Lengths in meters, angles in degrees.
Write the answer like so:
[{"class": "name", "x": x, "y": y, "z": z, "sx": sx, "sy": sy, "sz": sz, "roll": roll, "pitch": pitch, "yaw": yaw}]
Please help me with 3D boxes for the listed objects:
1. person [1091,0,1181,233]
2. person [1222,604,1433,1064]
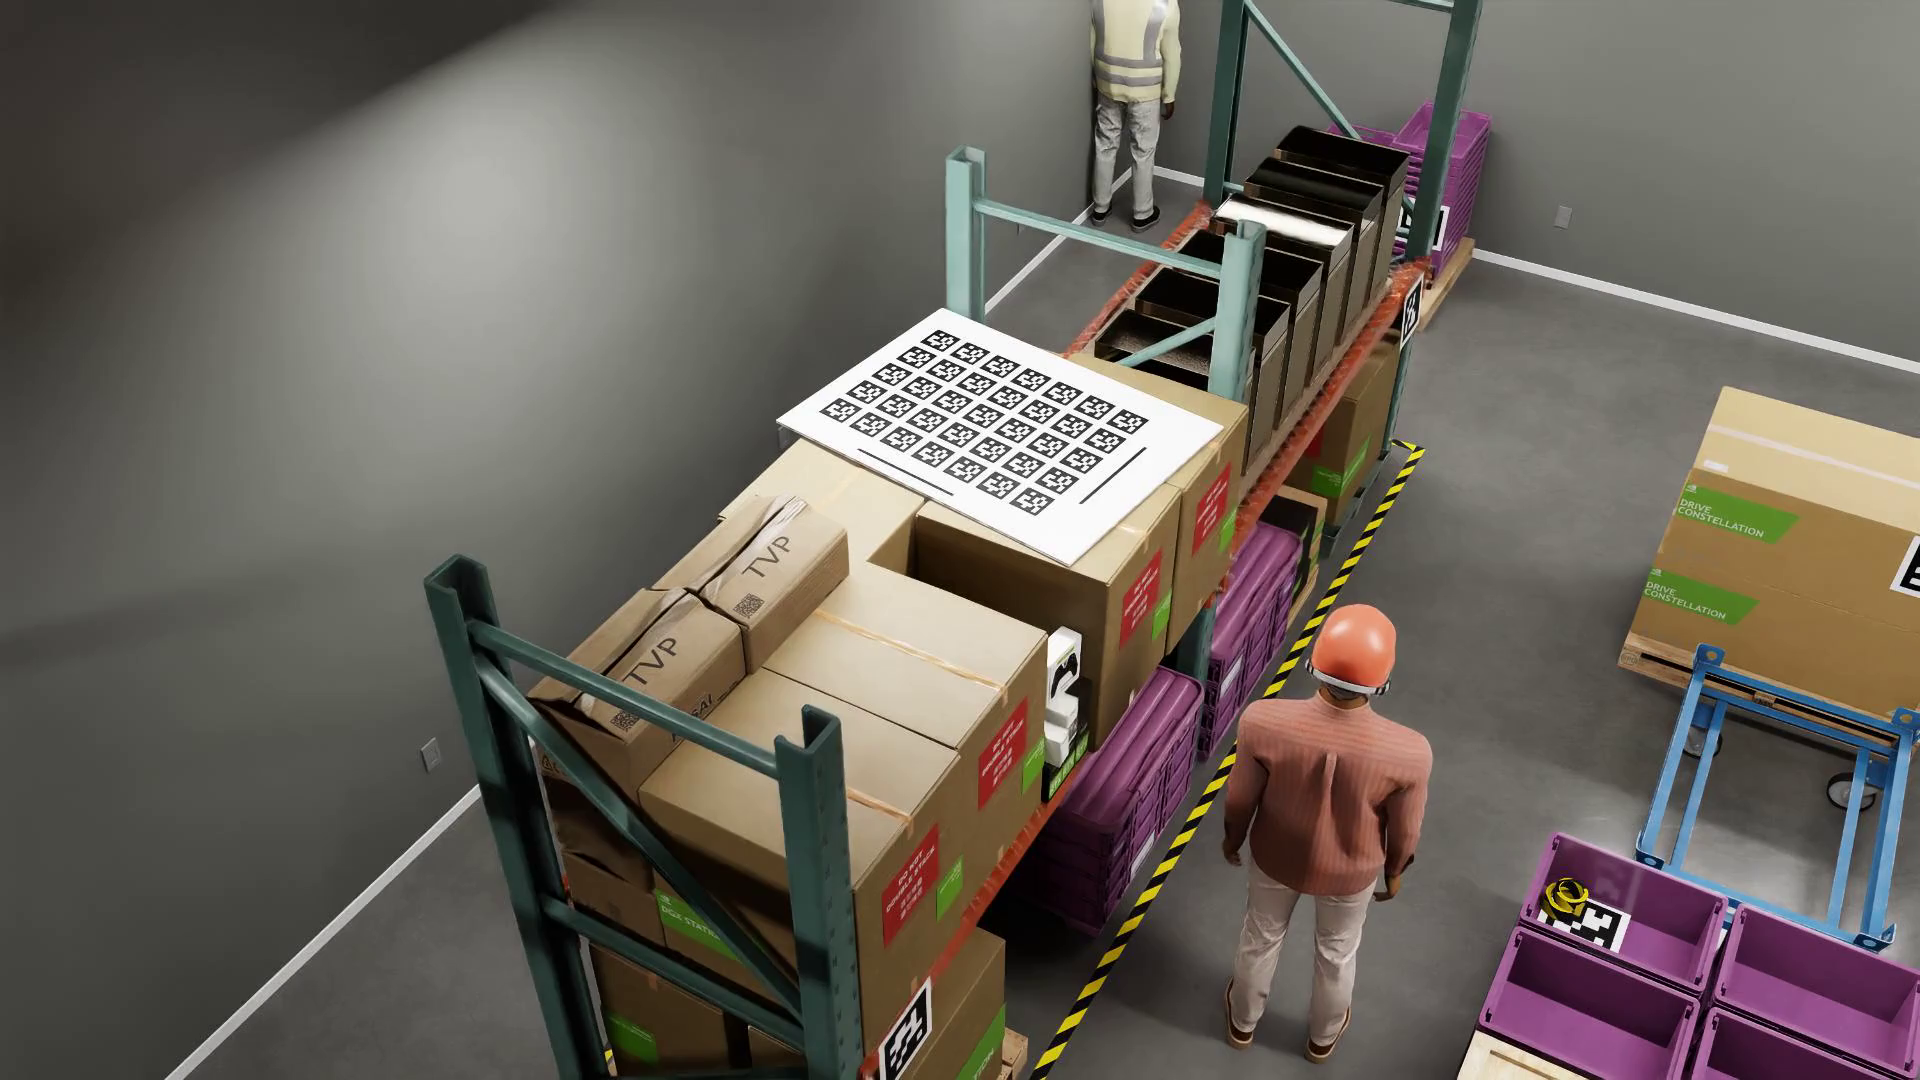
[{"class": "person", "x": 1.018, "y": -2.721, "z": 9.923, "sx": 0.595, "sy": 1.828, "sz": 0.403, "roll": 16, "pitch": 42, "yaw": 18}, {"class": "person", "x": 1.148, "y": 0.988, "z": 5.375, "sx": 0.611, "sy": 1.996, "sz": 0.378, "roll": 11, "pitch": 41, "yaw": 13}]
